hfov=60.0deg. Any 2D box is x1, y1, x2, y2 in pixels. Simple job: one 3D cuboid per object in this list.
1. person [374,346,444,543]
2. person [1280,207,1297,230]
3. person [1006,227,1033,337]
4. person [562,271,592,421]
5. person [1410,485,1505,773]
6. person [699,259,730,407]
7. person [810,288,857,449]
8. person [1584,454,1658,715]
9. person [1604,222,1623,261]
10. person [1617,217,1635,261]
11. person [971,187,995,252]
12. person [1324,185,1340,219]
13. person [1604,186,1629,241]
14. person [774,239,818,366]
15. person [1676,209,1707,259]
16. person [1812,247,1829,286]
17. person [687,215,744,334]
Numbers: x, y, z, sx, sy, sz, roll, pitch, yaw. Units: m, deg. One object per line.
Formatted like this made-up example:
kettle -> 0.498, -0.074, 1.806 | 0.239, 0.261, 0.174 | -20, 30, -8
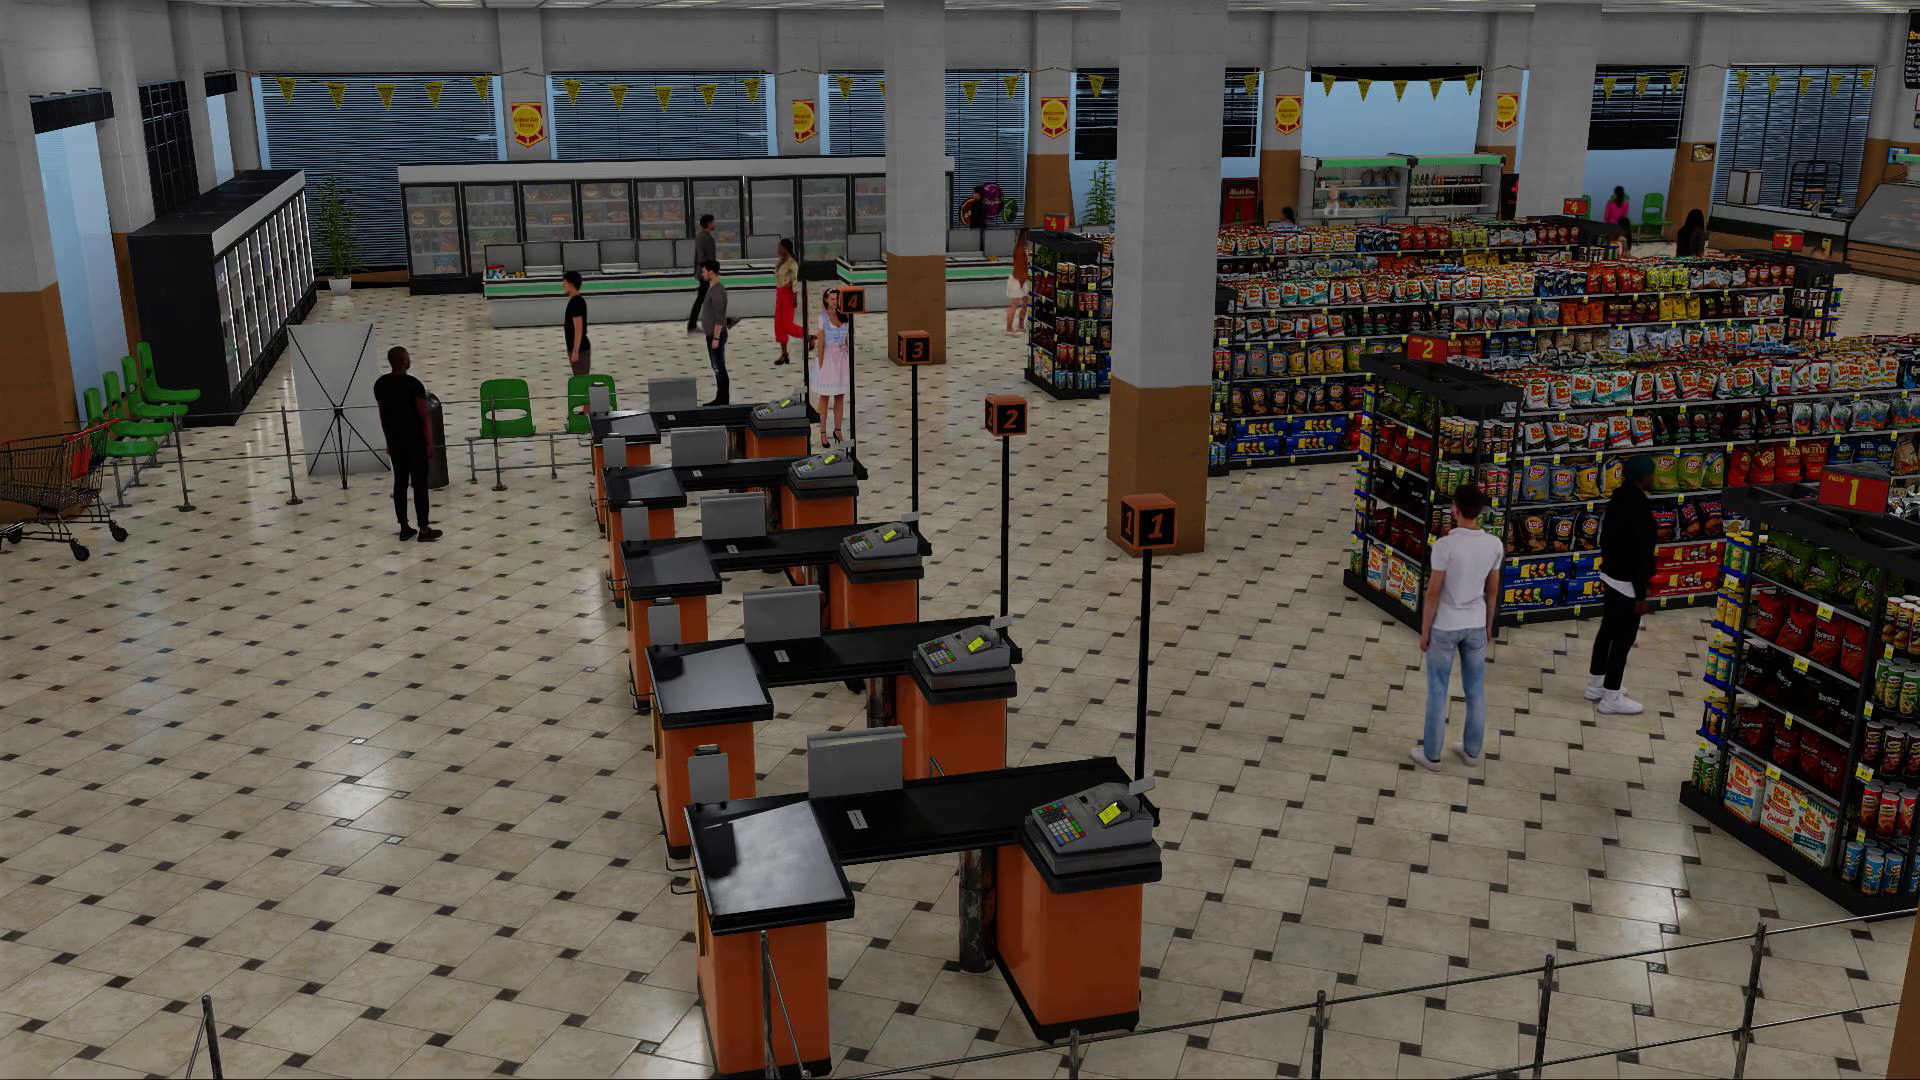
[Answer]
person -> -5.106, -0.888, 15.353 | 0.686, 1.819, 0.809 | 4, 17, 14
person -> 5.615, -4.768, 28.278 | 1.060, 1.734, 0.872 | 4, 17, 12
person -> 0.820, -4.003, 25.833 | 0.804, 1.691, 0.754 | 3, 17, 11
person -> -4.562, -2.295, 19.913 | 0.593, 1.861, 0.681 | -3, 17, -10
person -> 3.163, 0.560, 10.533 | 0.462, 1.849, 0.703 | -4, 17, -13
person -> -3.022, -2.539, 20.654 | 0.561, 1.898, 0.684 | -4, 17, -13
person -> -1.437, -1.964, 18.902 | 0.779, 1.815, 0.865 | -12, 20, -33
person -> 4.574, 0.290, 11.476 | 0.656, 1.818, 0.711 | -1, 17, -3
person -> 10.136, -4.079, 26.008 | 0.803, 1.734, 0.710 | -2, 17, -5
person -> 10.565, -4.174, 26.326 | 1.138, 1.730, 0.931 | -16, 23, -42
person -> 0.388, -5.632, 30.977 | 0.894, 1.819, 0.833 | 4, 17, 14
person -> 7.336, -6.061, 32.549 | 0.649, 1.726, 0.615 | -3, 17, -10
person -> 12.943, -6.130, 32.819 | 0.646, 1.700, 0.736 | 4, 17, 13
person -> -2.388, -3.375, 23.612 | 1.010, 1.779, 0.798 | -12, 21, -35
person -> 11.847, -4.464, 27.096 | 0.721, 1.838, 0.721 | -13, 21, -35
person -> 12.099, -3.332, 23.658 | 0.741, 1.669, 0.677 | 10, 19, 29
person -> -4.018, -4.099, 25.934 | 1.235, 1.815, 0.850 | -8, 18, -24
